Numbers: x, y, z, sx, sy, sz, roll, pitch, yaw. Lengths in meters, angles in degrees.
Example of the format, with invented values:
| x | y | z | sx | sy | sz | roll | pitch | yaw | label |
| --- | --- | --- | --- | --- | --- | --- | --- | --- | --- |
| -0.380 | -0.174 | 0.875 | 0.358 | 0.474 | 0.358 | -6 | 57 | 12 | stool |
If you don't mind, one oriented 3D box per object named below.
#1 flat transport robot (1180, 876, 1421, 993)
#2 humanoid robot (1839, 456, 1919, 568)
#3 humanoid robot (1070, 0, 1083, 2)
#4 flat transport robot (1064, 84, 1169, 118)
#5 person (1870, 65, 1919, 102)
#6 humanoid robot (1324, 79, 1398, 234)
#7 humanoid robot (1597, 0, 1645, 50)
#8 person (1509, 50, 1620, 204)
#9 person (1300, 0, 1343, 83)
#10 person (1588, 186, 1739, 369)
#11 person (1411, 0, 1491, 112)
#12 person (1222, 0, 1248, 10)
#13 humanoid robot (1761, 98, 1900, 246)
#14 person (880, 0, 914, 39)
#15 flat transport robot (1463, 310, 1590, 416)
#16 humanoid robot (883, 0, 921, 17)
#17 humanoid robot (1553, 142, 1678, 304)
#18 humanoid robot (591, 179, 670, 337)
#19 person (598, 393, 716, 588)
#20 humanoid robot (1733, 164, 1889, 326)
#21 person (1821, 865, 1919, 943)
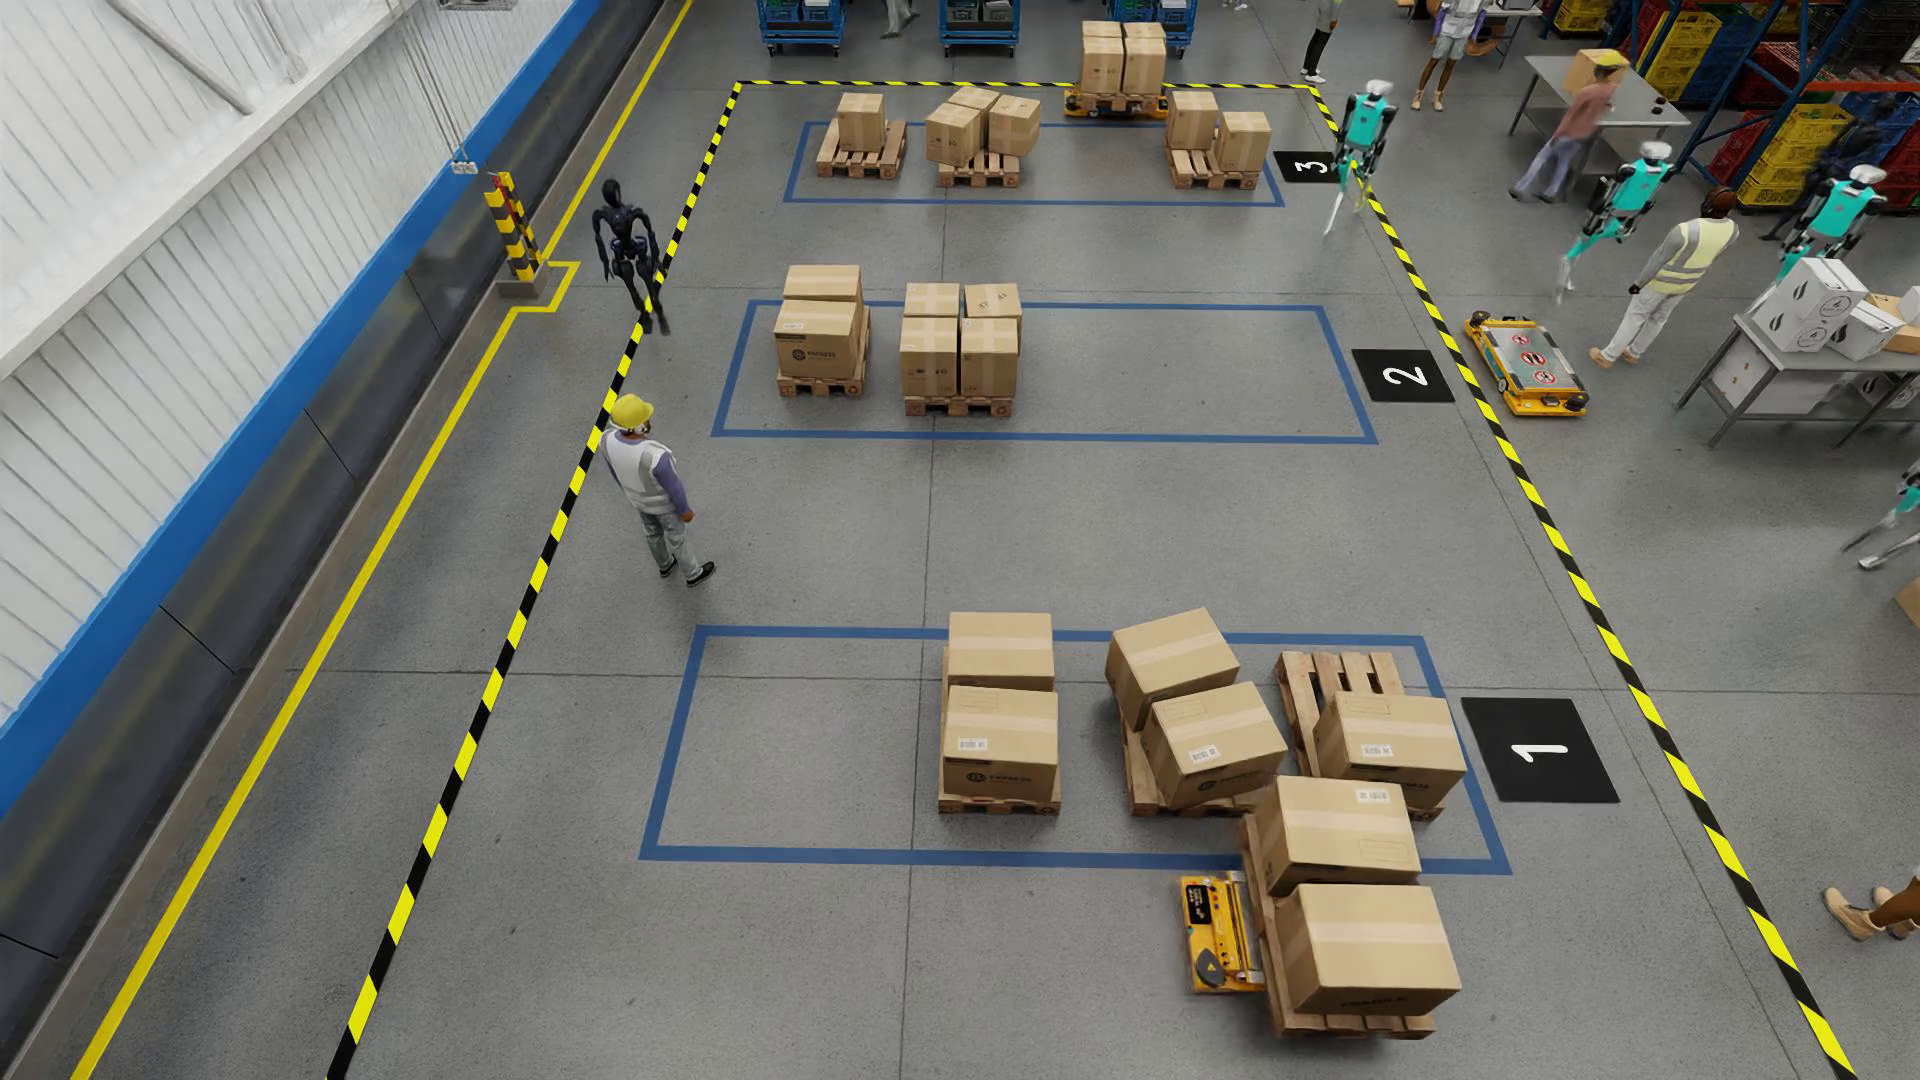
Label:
| x | y | z | sx | sy | sz | roll | pitch | yaw | label |
| --- | --- | --- | --- | --- | --- | --- | --- | --- | --- |
| 2.091 | 2.343 | 5.487 | 1.431 | 0.197 | 0.652 | 1 | 49 | 1 | flat transport robot |
| 7.504 | -0.402 | 6.931 | 0.671 | 1.834 | 0.549 | -18 | 52 | -15 | humanoid robot |
| 1.648 | -9.837 | 15.107 | 1.047 | 1.759 | 0.551 | 37 | 58 | 27 | humanoid robot |
| 2.191 | -6.194 | 12.876 | 1.431 | 0.197 | 0.652 | 2 | 49 | 2 | flat transport robot |
| 12.199 | -6.093 | 11.764 | 0.672 | 1.848 | 0.519 | 0 | 49 | 0 | person |
| 4.598 | -4.400 | 10.385 | 0.544 | 1.764 | 0.955 | 33 | 57 | 25 | humanoid robot |
| 9.589 | -7.698 | 13.264 | 0.380 | 1.650 | 0.613 | -8 | 50 | -7 | humanoid robot |
| 7.104 | -4.807 | 10.714 | 0.560 | 1.750 | 0.480 | -13 | 50 | -11 | person |
| 5.276 | -7.498 | 12.976 | 0.397 | 1.850 | 0.596 | 2 | 49 | 1 | person |
| 6.623 | -2.425 | 8.598 | 0.621 | 1.839 | 0.430 | -7 | 49 | -6 | person |
| 6.634 | -6.795 | 12.242 | 0.604 | 2.045 | 0.375 | 7 | 49 | 6 | person |
| 4.629 | -9.601 | 14.867 | 0.295 | 1.743 | 0.492 | -37 | 58 | -27 | person |
| 9.634 | -4.036 | 10.098 | 0.533 | 1.646 | 0.603 | 1 | 49 | 0 | humanoid robot |
| -1.018 | -8.694 | 14.022 | 0.460 | 1.826 | 0.597 | -3 | 49 | -3 | person |
| 5.573 | -1.757 | 9.054 | 0.659 | 0.231 | 1.431 | 1 | 49 | 1 | flat transport robot |
| -0.959 | -9.232 | 14.606 | 0.573 | 1.631 | 0.609 | -2 | 49 | -2 | humanoid robot |
| 6.591 | -3.283 | 9.424 | 0.541 | 1.801 | 0.827 | 0 | 49 | 0 | humanoid robot |
| -3.216 | -2.742 | 8.975 | 0.608 | 1.643 | 0.367 | -7 | 49 | -6 | humanoid robot |
| -2.242 | -0.340 | 6.793 | 0.598 | 1.830 | 0.404 | 20 | 52 | 17 | person |
| 8.479 | -2.869 | 9.064 | 0.821 | 1.797 | 0.542 | -26 | 54 | -21 | humanoid robot |
| 5.591 | 1.670 | 4.916 | 0.613 | 2.040 | 0.373 | 0 | 49 | 0 | person |
